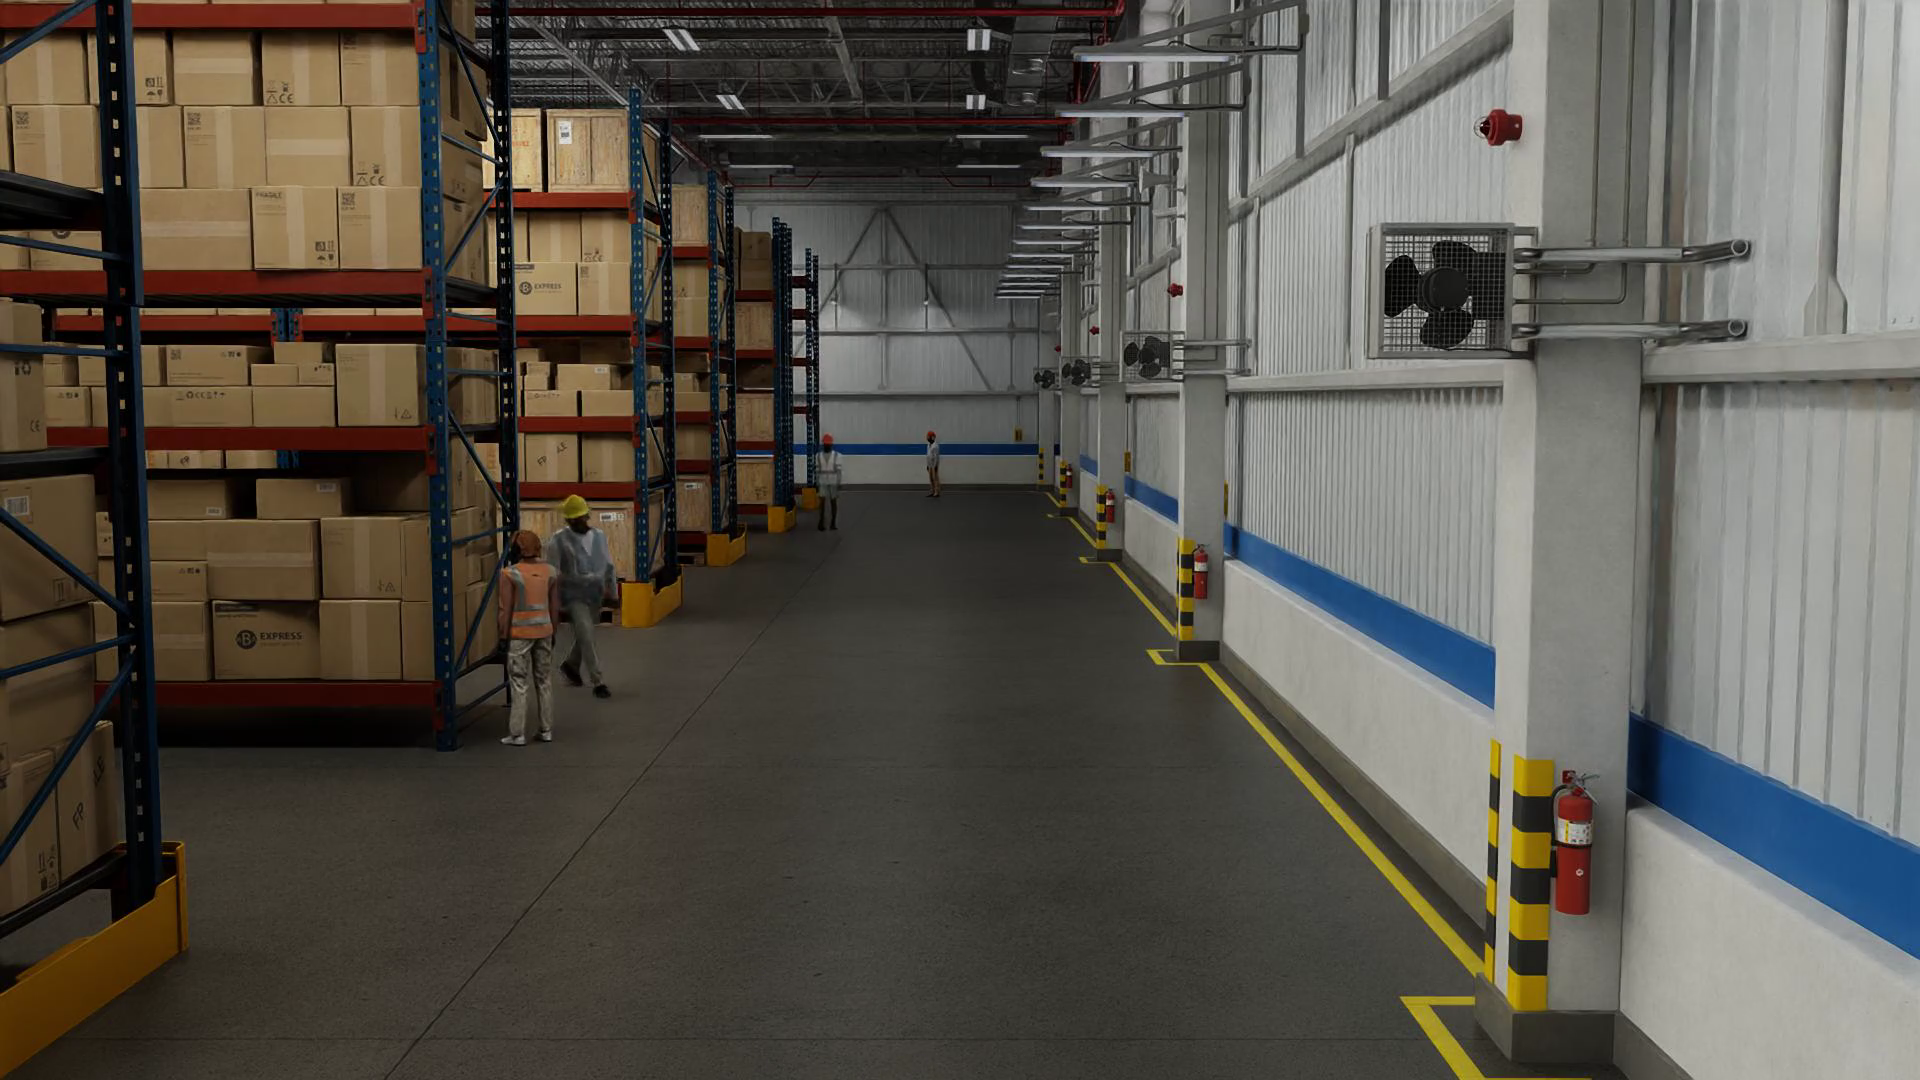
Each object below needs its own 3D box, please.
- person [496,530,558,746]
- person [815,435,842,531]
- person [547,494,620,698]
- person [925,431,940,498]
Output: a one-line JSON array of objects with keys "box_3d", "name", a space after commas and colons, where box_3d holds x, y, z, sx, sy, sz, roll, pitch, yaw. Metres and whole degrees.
[{"box_3d": [-3.251, 0.734, 12.555, 0.323, 1.630, 0.526, 4, 6, 40], "name": "person"}, {"box_3d": [-2.595, -1.115, 32.619, 0.555, 1.882, 0.979, 0, 5, 5], "name": "person"}, {"box_3d": [-3.369, 0.475, 14.730, 0.622, 1.789, 0.874, -5, 7, -43], "name": "person"}, {"box_3d": [-0.736, -1.970, 43.435, 0.361, 1.742, 0.563, -3, 6, -27], "name": "person"}]
